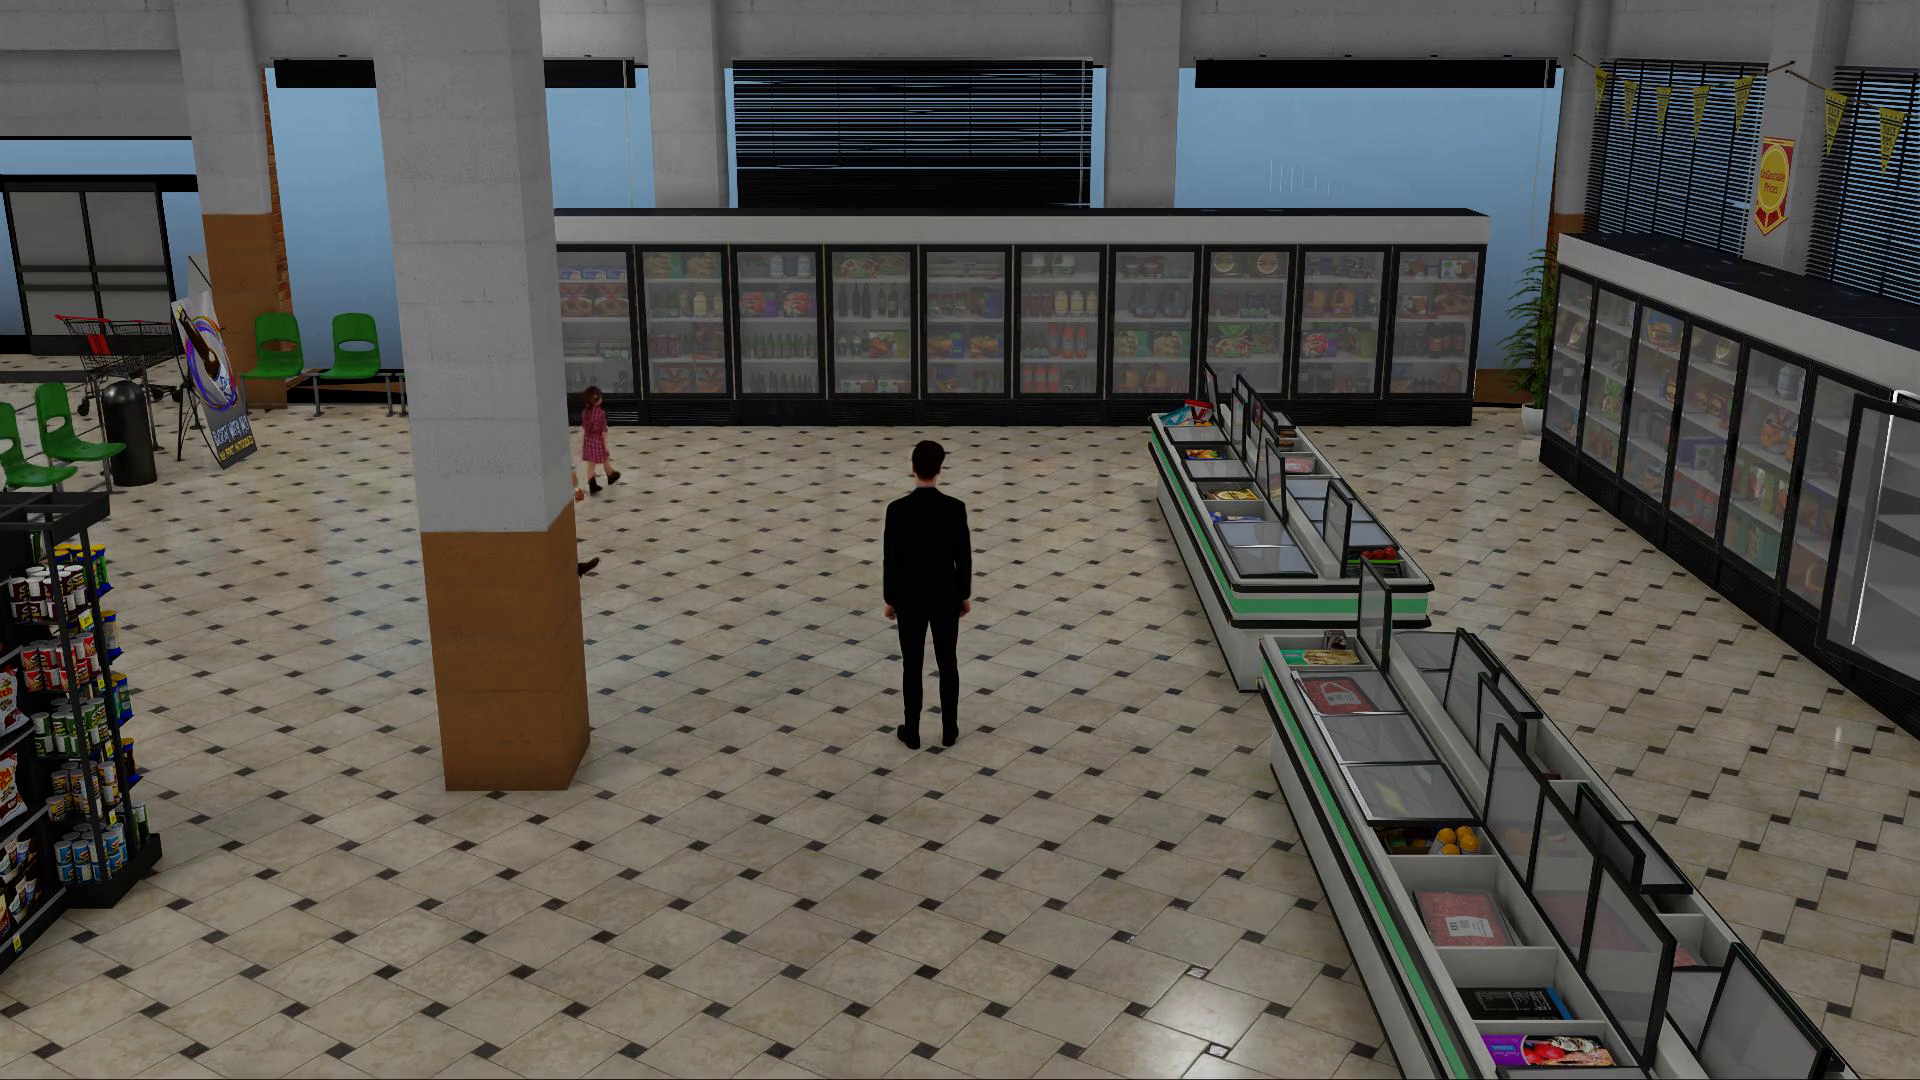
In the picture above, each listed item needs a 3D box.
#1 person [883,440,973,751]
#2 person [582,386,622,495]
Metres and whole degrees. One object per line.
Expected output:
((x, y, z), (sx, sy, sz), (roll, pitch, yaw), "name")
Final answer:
((-0.192, 0.333, 9.939), (0.728, 1.893, 0.655), (-3, 17, -9), "person")
((-3.443, -0.924, 15.606), (0.560, 1.006, 0.746), (5, 18, 17), "person")
